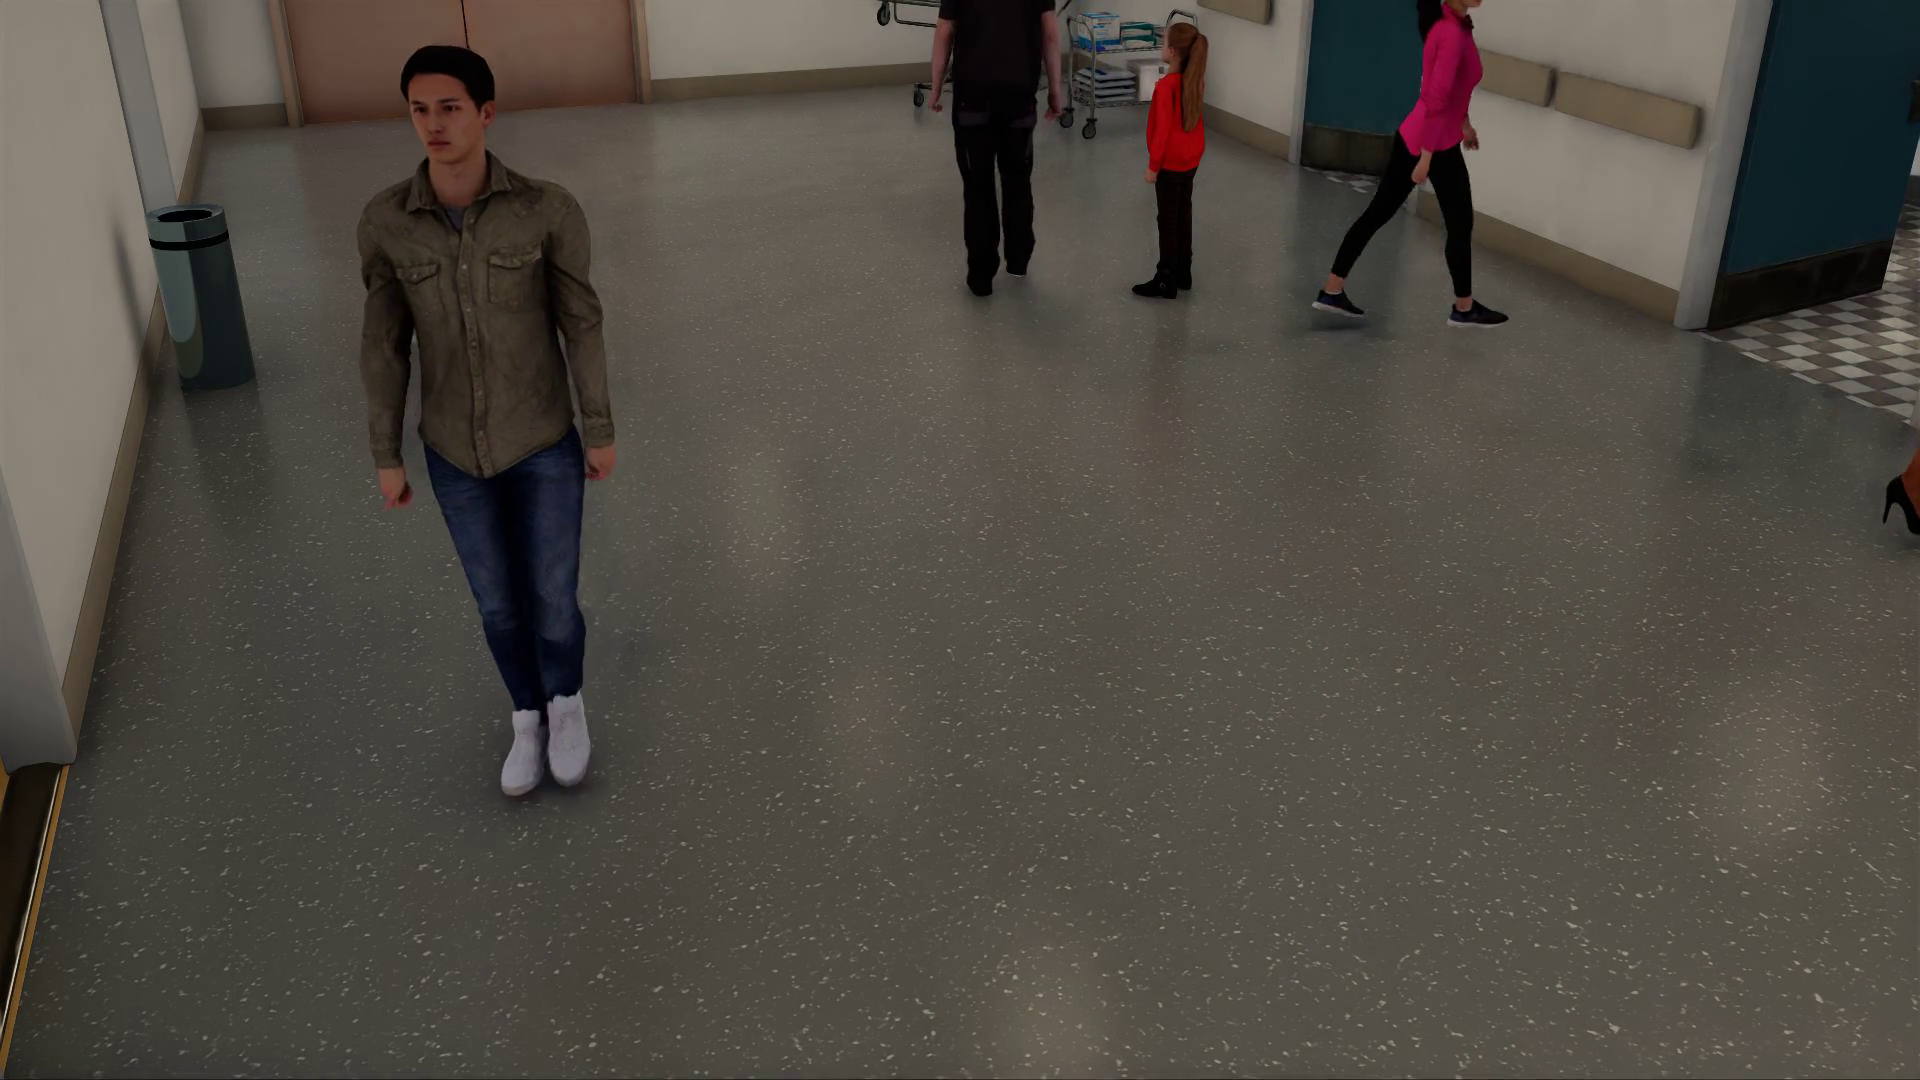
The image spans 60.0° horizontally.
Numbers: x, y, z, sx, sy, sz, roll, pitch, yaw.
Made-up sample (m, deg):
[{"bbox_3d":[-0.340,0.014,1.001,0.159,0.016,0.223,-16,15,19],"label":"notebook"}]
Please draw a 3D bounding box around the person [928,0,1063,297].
[{"bbox_3d":[0.179,-2.039,7.769,0.795,1.831,0.676,-6,26,-12],"label":"person"}]

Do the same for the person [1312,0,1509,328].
[{"bbox_3d":[1.955,-1.708,7.289,0.913,1.652,1.111,0,26,0],"label":"person"}]

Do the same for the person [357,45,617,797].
[{"bbox_3d":[-1.097,-0.268,4.074,0.798,1.851,0.767,0,26,-1],"label":"person"}]

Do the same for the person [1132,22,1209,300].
[{"bbox_3d":[1.020,-1.803,7.915,0.632,1.281,0.586,17,31,32],"label":"person"}]
